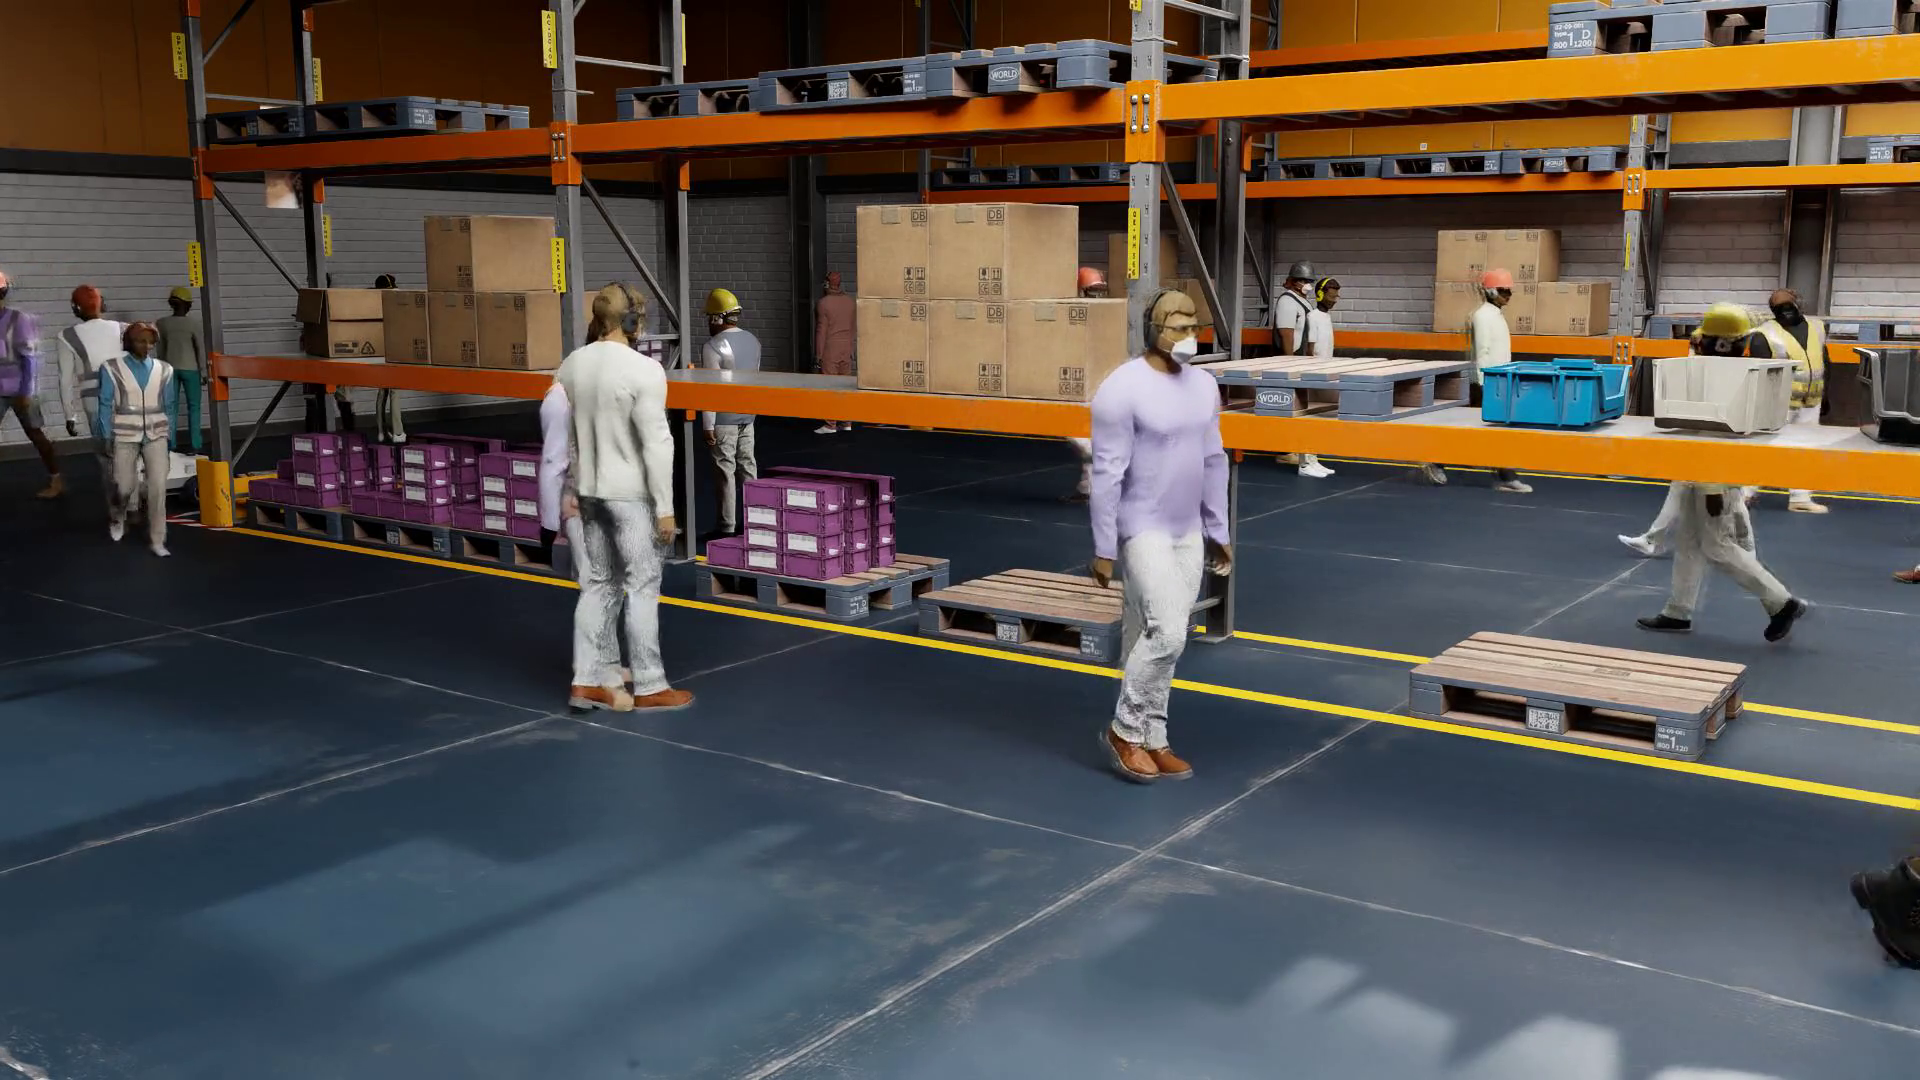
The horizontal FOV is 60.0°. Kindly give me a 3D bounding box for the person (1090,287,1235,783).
[{"bbox_3d":[0.798,-0.003,6.429,0.629,1.924,0.445,-9,13,-43],"label":"person"}]

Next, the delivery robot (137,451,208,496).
[{"bbox_3d":[-6.521,-0.565,13.539,0.477,0.478,0.707,8,13,41],"label":"delivery robot"}]

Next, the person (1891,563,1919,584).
[{"bbox_3d":[6.236,-0.636,10.203,0.690,1.917,0.634,4,10,22],"label":"person"}]

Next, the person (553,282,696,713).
[{"bbox_3d":[-1.535,-0.162,7.408,0.649,1.935,0.512,7,12,34],"label":"person"}]

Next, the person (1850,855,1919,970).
[{"bbox_3d":[2.997,0.337,4.464,0.914,1.907,0.552,9,13,43],"label":"person"}]

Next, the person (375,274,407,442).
[{"bbox_3d":[-6.378,-2.024,18.595,0.520,1.873,0.327,6,11,32],"label":"person"}]

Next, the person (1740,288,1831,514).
[{"bbox_3d":[6.623,-1.107,13.343,0.736,1.806,0.478,-2,10,-9],"label":"person"}]

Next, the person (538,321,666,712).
[{"bbox_3d":[-1.658,-0.141,7.675,0.704,1.796,0.639,9,13,42],"label":"person"}]

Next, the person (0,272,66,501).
[{"bbox_3d":[-7.871,-1.260,13.739,0.631,1.983,1.085,2,10,9],"label":"person"}]

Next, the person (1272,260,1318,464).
[{"bbox_3d":[3.409,-1.789,16.693,0.536,2.000,0.680,4,10,24],"label":"person"}]

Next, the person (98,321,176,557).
[{"bbox_3d":[-5.685,-0.704,11.483,0.522,1.612,0.625,-8,13,-40],"label":"person"}]

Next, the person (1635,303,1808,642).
[{"bbox_3d":[4.083,-0.347,8.805,0.779,1.810,0.599,5,11,29],"label":"person"}]

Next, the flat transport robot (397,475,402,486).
[{"bbox_3d":[-4.348,-0.613,14.949,1.431,0.197,0.652,-7,12,-35],"label":"flat transport robot"}]

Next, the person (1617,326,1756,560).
[{"bbox_3d":[4.938,-0.630,11.111,0.893,1.581,0.516,2,10,10],"label":"person"}]

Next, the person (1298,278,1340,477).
[{"bbox_3d":[3.390,-1.528,15.669,0.335,1.864,0.517,5,11,28],"label":"person"}]

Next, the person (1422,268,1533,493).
[{"bbox_3d":[4.601,-1.409,14.668,0.900,1.970,0.622,8,12,38],"label":"person"}]

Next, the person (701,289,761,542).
[{"bbox_3d":[-1.666,-0.883,11.954,0.403,1.827,0.588,6,11,31],"label":"person"}]

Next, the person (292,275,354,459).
[{"bbox_3d":[-6.333,-1.706,16.579,0.611,1.910,0.984,1,10,4],"label":"person"}]

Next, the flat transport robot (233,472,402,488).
[{"bbox_3d":[-5.523,-0.472,14.108,1.431,0.197,0.652,-5,11,-28],"label":"flat transport robot"}]

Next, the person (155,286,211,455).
[{"bbox_3d":[-8.097,-1.756,17.350,0.525,1.761,0.347,0,10,1],"label":"person"}]

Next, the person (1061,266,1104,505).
[{"bbox_3d":[1.106,-1.247,13.645,0.619,1.977,0.640,9,13,43],"label":"person"}]

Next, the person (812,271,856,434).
[{"bbox_3d":[-1.496,-2.193,19.502,0.409,1.908,0.639,8,12,38],"label":"person"}]

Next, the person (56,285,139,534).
[{"bbox_3d":[-6.410,-0.985,12.491,0.595,1.842,0.731,-7,12,-36],"label":"person"}]
